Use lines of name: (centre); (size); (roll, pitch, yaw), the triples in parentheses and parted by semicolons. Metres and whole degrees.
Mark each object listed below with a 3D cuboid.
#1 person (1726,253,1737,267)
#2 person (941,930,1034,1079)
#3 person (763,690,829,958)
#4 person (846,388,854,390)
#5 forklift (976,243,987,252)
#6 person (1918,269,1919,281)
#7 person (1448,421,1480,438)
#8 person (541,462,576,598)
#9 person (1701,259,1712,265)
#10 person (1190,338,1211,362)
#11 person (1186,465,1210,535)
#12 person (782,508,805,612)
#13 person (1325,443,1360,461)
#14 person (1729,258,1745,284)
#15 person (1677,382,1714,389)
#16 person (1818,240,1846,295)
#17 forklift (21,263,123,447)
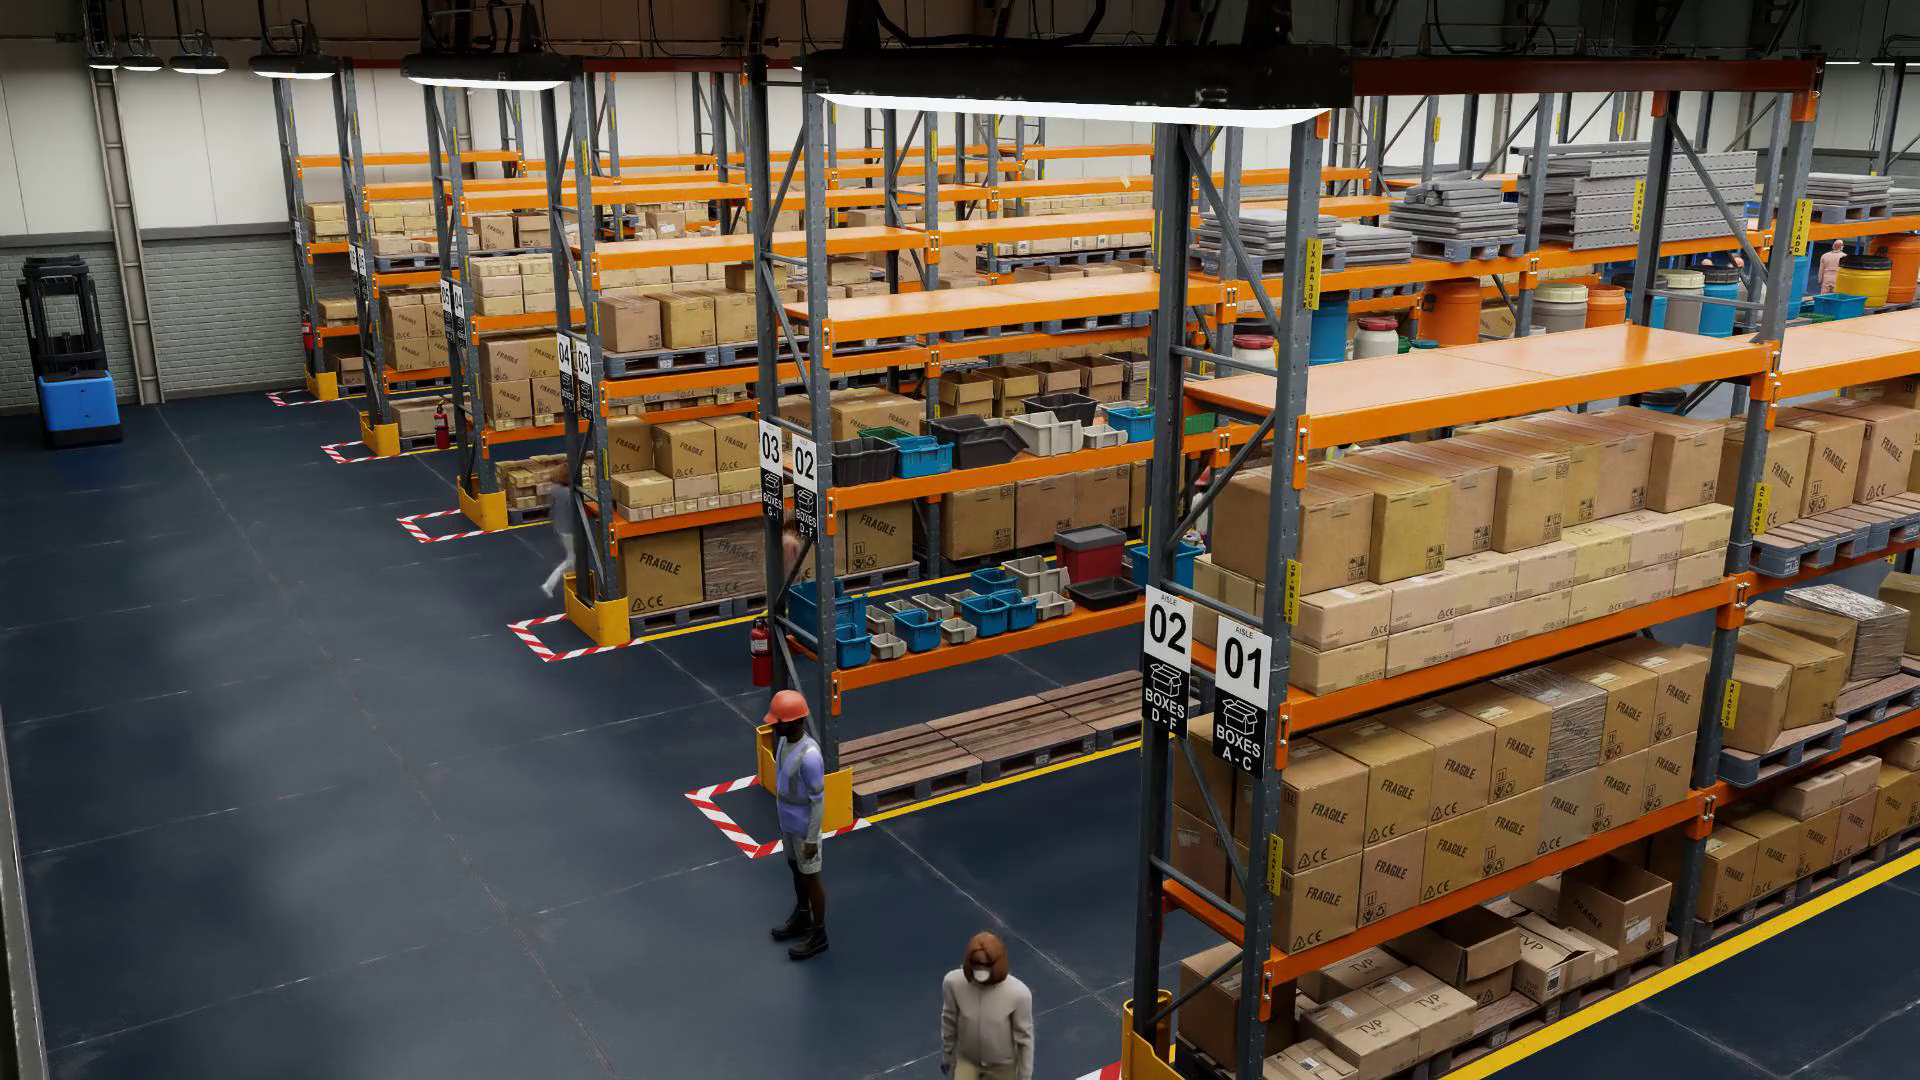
person: (18.071, -5.934, 37.123); (0.372, 1.624, 0.518); (1, 17, 5)
person: (0.116, 2.846, 8.345); (0.523, 1.600, 0.752); (4, 17, 13)
person: (-1.131, 1.927, 10.817); (0.377, 1.932, 0.552); (-9, 19, -27)
person: (-1.461, -1.206, 21.412); (0.294, 1.744, 0.484); (-12, 21, -34)
forklift: (0.988, -5.474, 34.718); (1.214, 2.155, 2.313); (-10, 20, -31)
person: (22.359, -5.902, 36.982); (0.515, 1.641, 0.311); (-6, 18, -19)
person: (7.068, -1.522, 22.241); (0.312, 1.867, 0.538); (-9, 19, -28)
person: (-4.526, -0.089, 17.978); (0.528, 1.604, 0.634); (16, 23, 42)
person: (15.854, -5.036, 33.737); (0.693, 1.877, 0.568); (-15, 23, -41)
person: (3.984, -2.552, 25.931); (0.368, 1.684, 0.536); (-13, 21, -37)
person: (2.653, 0.128, 16.735); (1.046, 1.931, 0.632); (-11, 20, -32)
person: (-1.648, 0.439, 16.244); (0.822, 1.599, 0.534); (-4, 17, -12)
person: (4.560, -0.506, 18.953); (0.429, 1.841, 0.634); (-9, 19, -28)
person: (16.478, -5.051, 33.689); (0.352, 1.941, 0.543); (-5, 18, -15)
person: (13.789, -3.718, 29.554); (0.938, 1.809, 0.528); (-3, 17, -11)
person: (20.564, -6.096, 37.168); (0.639, 1.910, 0.407); (15, 22, 40)
forklift: (-14.518, -3.079, 25.708); (1.129, 2.768, 1.873); (-10, 20, -31)
